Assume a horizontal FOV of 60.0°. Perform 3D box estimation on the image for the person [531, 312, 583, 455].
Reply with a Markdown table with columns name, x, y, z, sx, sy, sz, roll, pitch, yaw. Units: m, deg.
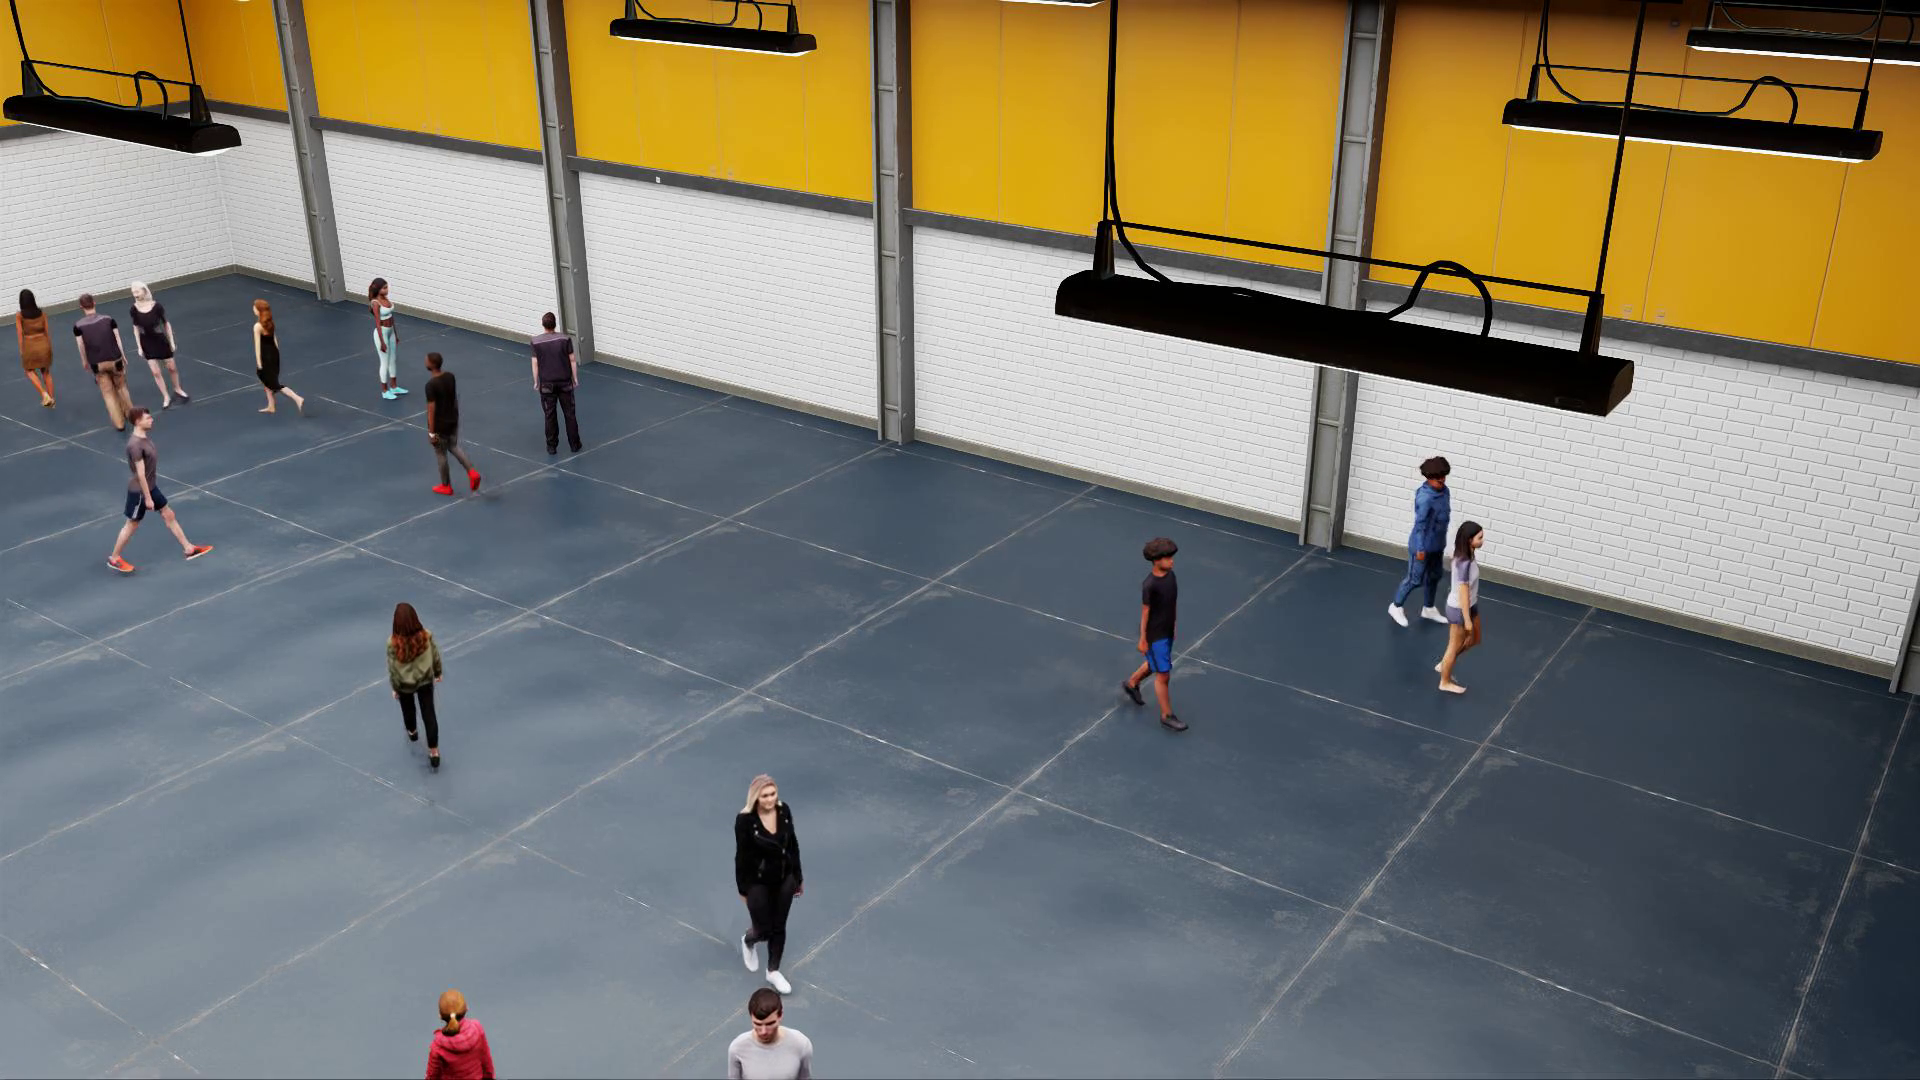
| name | x | y | z | sx | sy | sz | roll | pitch | yaw |
| --- | --- | --- | --- | --- | --- | --- | --- | --- | --- |
| person | -5.147 | -2.007 | 21.194 | 0.789 | 1.843 | 0.833 | -5 | 24 | -12 |

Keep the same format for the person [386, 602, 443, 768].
| name | x | y | z | sx | sy | sz | roll | pitch | yaw |
| --- | --- | --- | --- | --- | --- | --- | --- | --- | --- |
| person | -4.638 | 1.263 | 14.225 | 0.917 | 1.434 | 1.107 | -11 | 26 | -24 |

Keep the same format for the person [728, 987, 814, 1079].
| name | x | y | z | sx | sy | sz | roll | pitch | yaw |
| --- | --- | --- | --- | --- | --- | --- | --- | --- | --- |
| person | -1.040 | 3.243 | 9.178 | 0.687 | 1.847 | 0.756 | -3 | 24 | -7 |

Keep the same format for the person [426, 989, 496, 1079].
| name | x | y | z | sx | sy | sz | roll | pitch | yaw |
| --- | --- | --- | --- | --- | --- | --- | --- | --- | --- |
| person | -2.899 | 3.267 | 9.811 | 0.619 | 1.296 | 0.845 | -20 | 31 | -39 |

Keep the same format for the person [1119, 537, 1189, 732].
| name | x | y | z | sx | sy | sz | roll | pitch | yaw |
| --- | --- | --- | --- | --- | --- | --- | --- | --- | --- |
| person | 1.712 | 0.798 | 14.861 | 1.058 | 1.776 | 0.674 | 18 | 29 | 35 |

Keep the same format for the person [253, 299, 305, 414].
| name | x | y | z | sx | sy | sz | roll | pitch | yaw |
| --- | --- | --- | --- | --- | --- | --- | --- | --- | --- |
| person | -9.266 | -2.442 | 22.488 | 1.057 | 1.604 | 0.852 | 3 | 24 | 6 |

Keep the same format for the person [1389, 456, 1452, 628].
| name | x | y | z | sx | sy | sz | roll | pitch | yaw |
| --- | --- | --- | --- | --- | --- | --- | --- | --- | --- |
| person | 4.658 | 0.005 | 16.642 | 0.810 | 1.802 | 0.768 | 16 | 28 | 32 |

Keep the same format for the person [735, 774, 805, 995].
| name | x | y | z | sx | sy | sz | roll | pitch | yaw |
| --- | --- | --- | --- | --- | --- | --- | --- | --- | --- |
| person | -1.358 | 2.326 | 11.491 | 0.744 | 1.676 | 0.836 | -16 | 28 | -32 |

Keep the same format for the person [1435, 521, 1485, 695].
| name | x | y | z | sx | sy | sz | roll | pitch | yaw |
| --- | --- | --- | --- | --- | --- | --- | --- | --- | --- |
| person | 4.543 | 0.625 | 15.325 | 0.640 | 1.723 | 0.629 | 11 | 26 | 23 |

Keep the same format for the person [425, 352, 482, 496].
| name | x | y | z | sx | sy | sz | roll | pitch | yaw |
| --- | --- | --- | --- | --- | --- | --- | --- | --- | --- |
| person | -6.063 | -1.360 | 19.776 | 0.957 | 1.794 | 0.727 | 12 | 26 | 25 |

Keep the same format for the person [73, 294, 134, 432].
| name | x | y | z | sx | sy | sz | roll | pitch | yaw |
| --- | --- | --- | --- | --- | --- | --- | --- | --- | --- |
| person | -11.276 | -2.312 | 21.937 | 0.915 | 1.808 | 1.057 | -13 | 27 | -28 |

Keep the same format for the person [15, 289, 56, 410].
| name | x | y | z | sx | sy | sz | roll | pitch | yaw |
| --- | --- | --- | --- | --- | --- | --- | --- | --- | --- |
| person | -12.554 | -2.570 | 22.694 | 0.644 | 1.674 | 0.598 | 16 | 28 | 32 |

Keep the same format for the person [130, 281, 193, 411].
| name | x | y | z | sx | sy | sz | roll | pitch | yaw |
| --- | --- | --- | --- | --- | --- | --- | --- | --- | --- |
| person | -10.976 | -2.672 | 22.758 | 0.874 | 1.809 | 0.933 | -12 | 26 | -25 |

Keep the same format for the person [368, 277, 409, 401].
| name | x | y | z | sx | sy | sz | roll | pitch | yaw |
| --- | --- | --- | --- | --- | --- | --- | --- | --- | --- |
| person | -8.025 | -2.828 | 23.222 | 0.649 | 1.723 | 0.643 | 5 | 24 | 11 |

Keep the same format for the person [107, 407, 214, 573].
| name | x | y | z | sx | sy | sz | roll | pitch | yaw |
| --- | --- | --- | --- | --- | --- | --- | --- | --- | --- |
| person | -8.837 | -0.498 | 17.813 | 1.305 | 1.786 | 1.267 | -4 | 24 | -10 |
